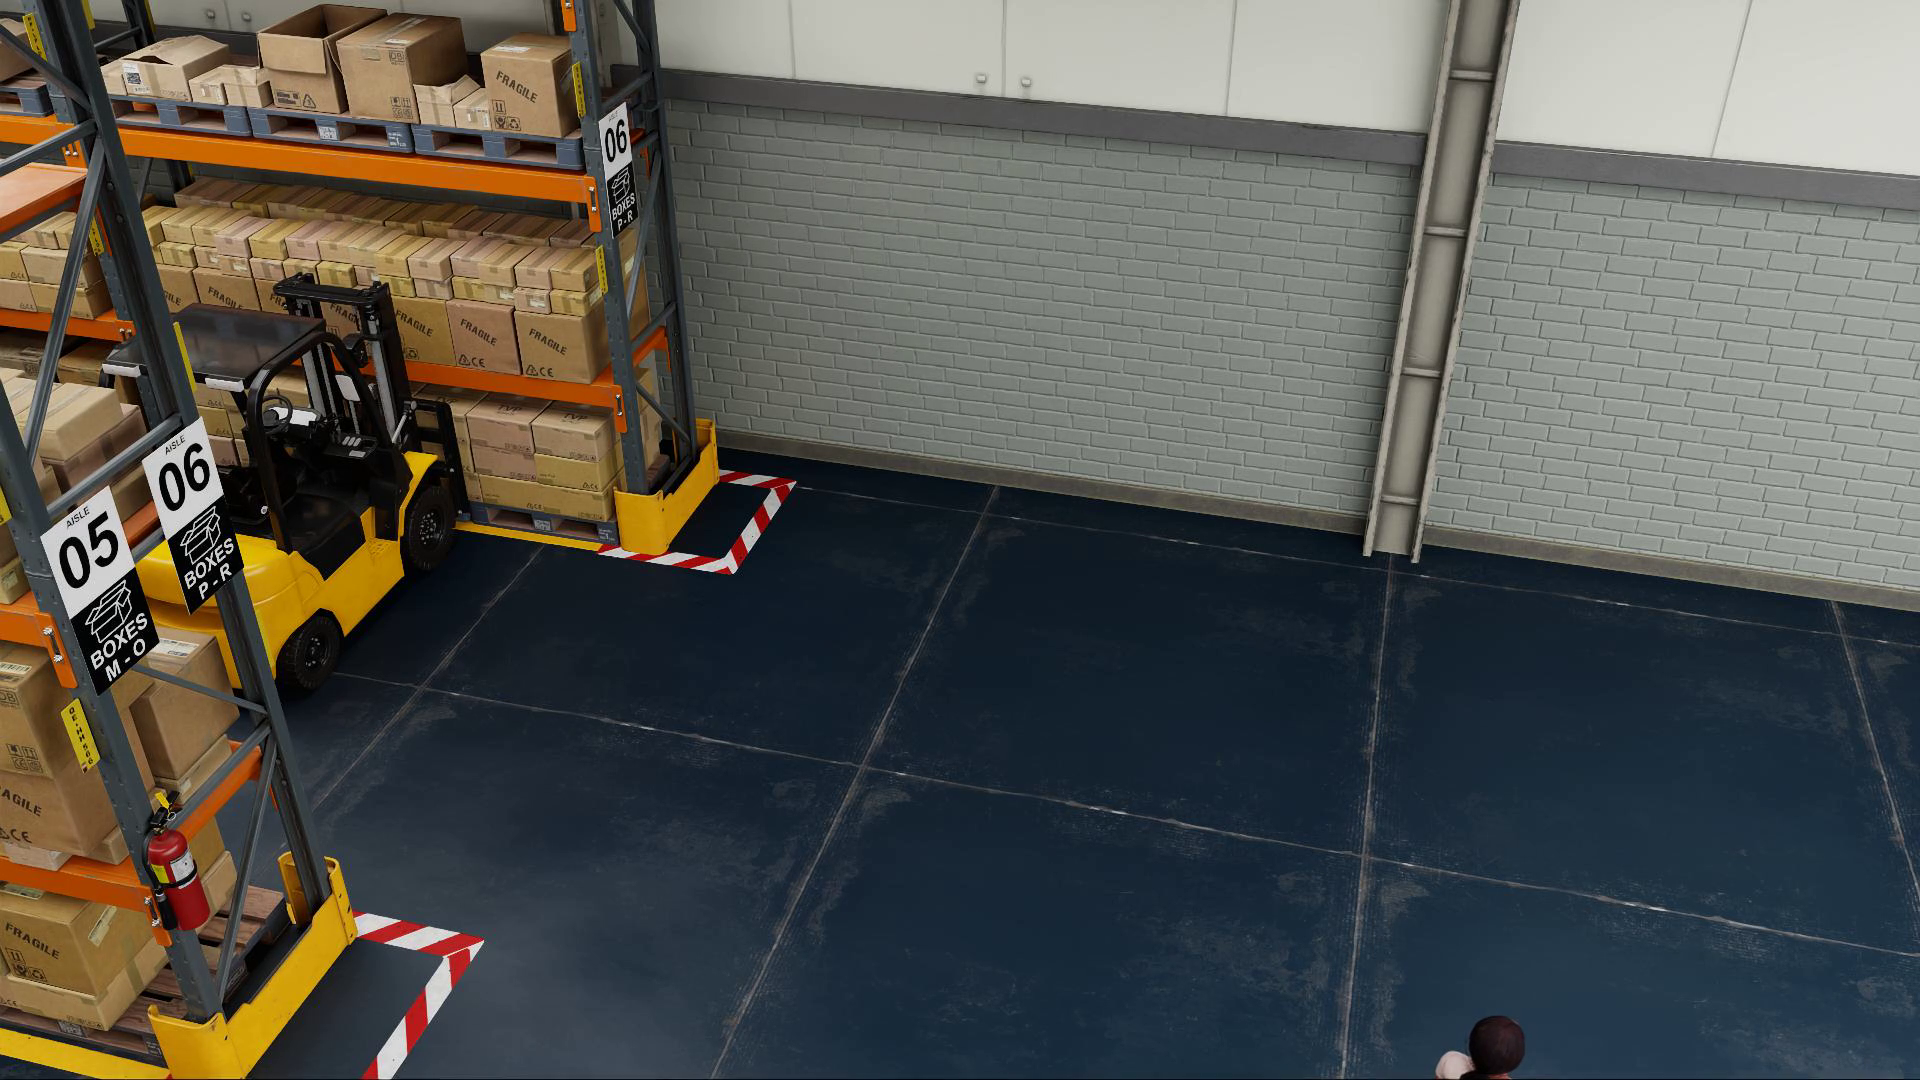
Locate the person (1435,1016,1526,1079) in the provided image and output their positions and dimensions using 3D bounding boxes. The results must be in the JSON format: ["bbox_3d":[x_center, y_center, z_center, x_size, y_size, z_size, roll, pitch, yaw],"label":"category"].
[{"bbox_3d":[2.055,2.541,6.733,0.593,1.742,0.707,26,41,34],"label":"person"}]
